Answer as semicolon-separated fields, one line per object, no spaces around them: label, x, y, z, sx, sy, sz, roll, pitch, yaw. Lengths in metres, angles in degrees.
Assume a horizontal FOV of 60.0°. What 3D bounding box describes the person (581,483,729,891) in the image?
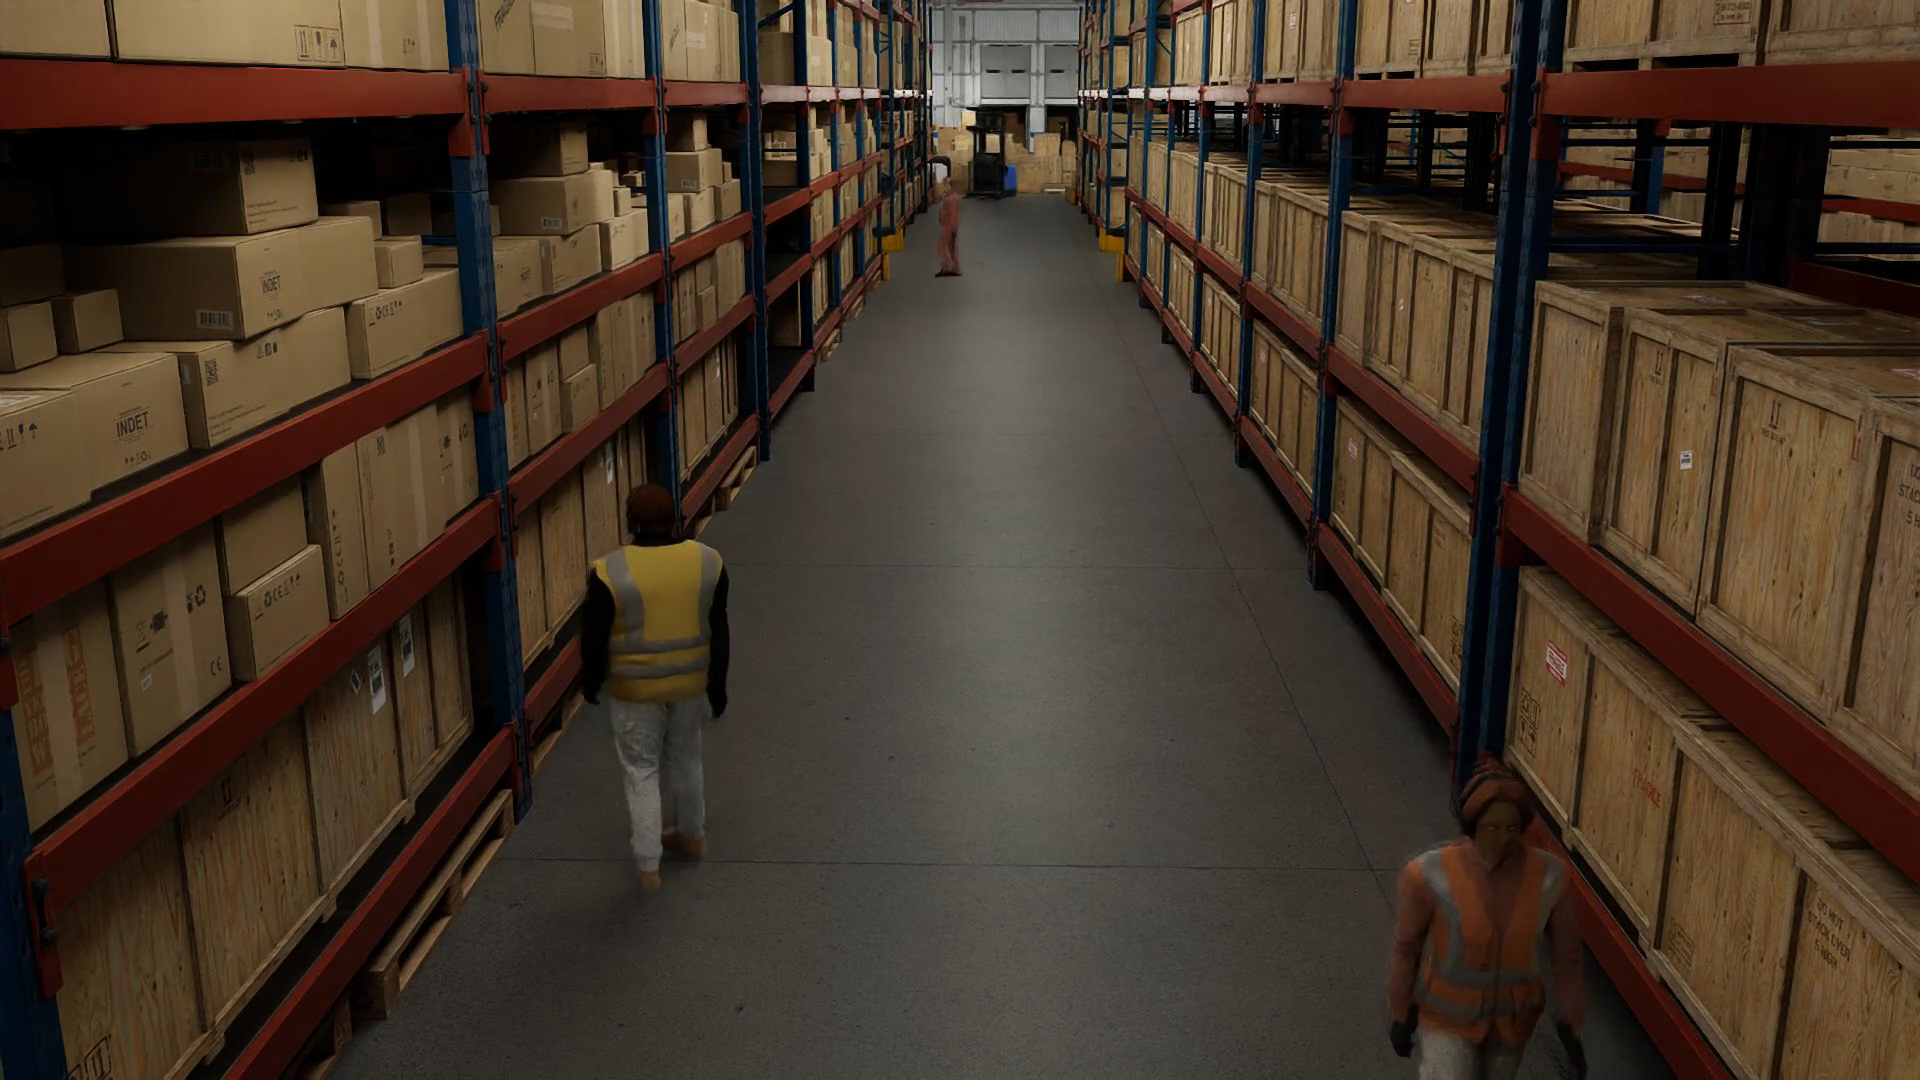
person;-1.356;0.642;7.420;0.631;1.839;0.491;-10;18;-32

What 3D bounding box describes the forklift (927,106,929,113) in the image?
forklift;-2.016;-20.522;84.149;1.129;2.768;1.873;0;15;2

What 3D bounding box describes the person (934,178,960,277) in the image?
person;-0.289;-6.019;32.066;0.663;1.881;0.664;0;15;1

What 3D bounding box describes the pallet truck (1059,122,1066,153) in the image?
pallet truck;5.788;-21.111;88.014;1.885;1.965;0.823;5;16;18

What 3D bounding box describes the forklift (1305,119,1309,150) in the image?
forklift;8.977;-9.599;43.507;1.873;2.768;1.129;0;15;2

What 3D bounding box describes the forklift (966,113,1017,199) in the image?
forklift;1.108;-12.869;55.673;1.129;2.768;1.873;7;17;24

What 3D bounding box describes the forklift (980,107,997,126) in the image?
forklift;1.405;-19.894;81.810;1.873;2.768;1.129;-13;19;-39

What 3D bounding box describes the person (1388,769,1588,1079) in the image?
person;1.537;1.446;4.834;0.531;1.594;0.847;-1;15;-2
